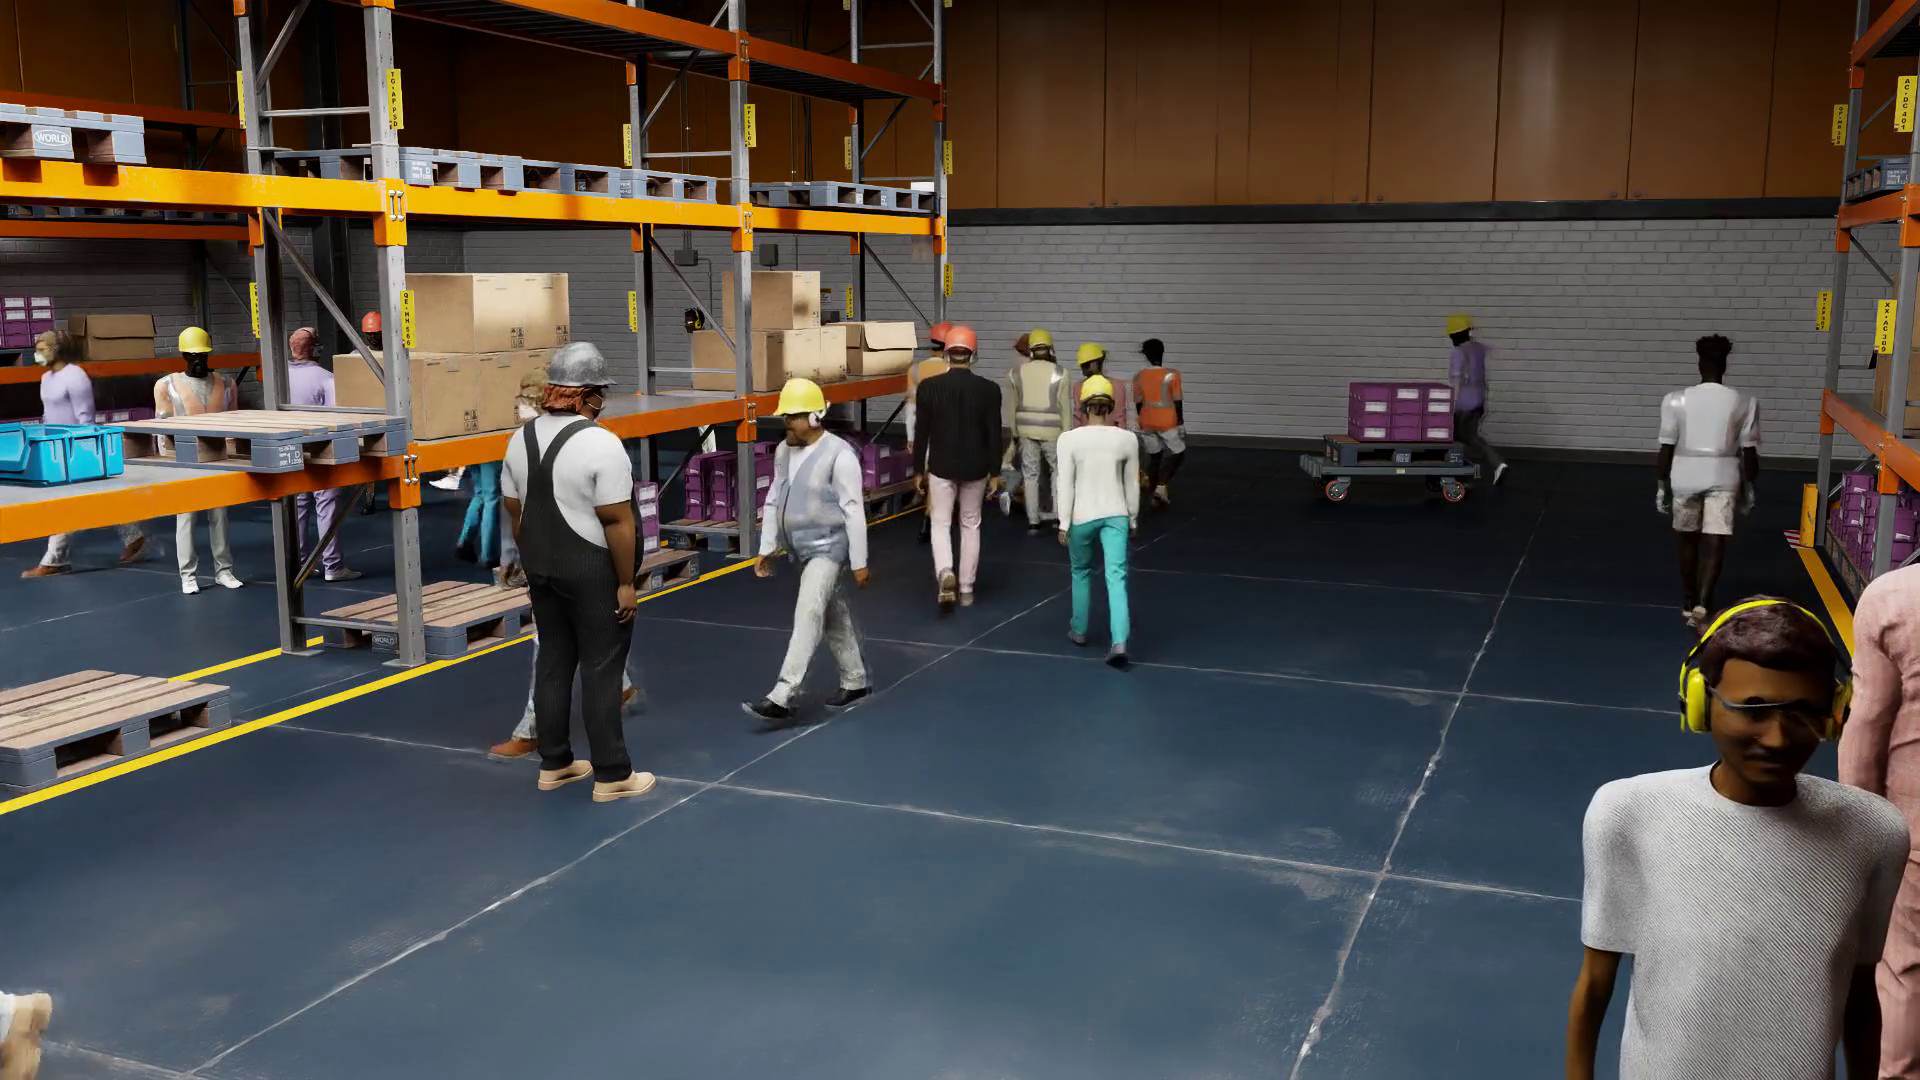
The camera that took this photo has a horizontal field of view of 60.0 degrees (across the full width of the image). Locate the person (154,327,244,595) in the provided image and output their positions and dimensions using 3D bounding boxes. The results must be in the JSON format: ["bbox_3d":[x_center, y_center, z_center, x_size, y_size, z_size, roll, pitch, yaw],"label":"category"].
[{"bbox_3d":[-5.505,-0.578,12.088,0.364,1.928,0.586,9,13,44],"label":"person"}]

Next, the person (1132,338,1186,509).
[{"bbox_3d":[1.940,-1.117,16.099,0.558,1.672,0.405,8,12,39],"label":"person"}]

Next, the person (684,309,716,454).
[{"bbox_3d":[-3.052,-1.764,19.494,0.331,1.859,0.509,-4,10,-22],"label":"person"}]

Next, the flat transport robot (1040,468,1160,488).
[{"bbox_3d":[1.357,-0.650,17.533,1.431,0.197,0.652,-6,11,-31],"label":"flat transport robot"}]

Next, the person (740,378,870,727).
[{"bbox_3d":[-0.823,0.062,8.627,0.941,1.779,0.591,-7,12,-38],"label":"person"}]

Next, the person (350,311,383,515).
[{"bbox_3d":[-5.509,-1.198,15.813,0.550,1.935,0.376,-2,10,-14],"label":"person"}]

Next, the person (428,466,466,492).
[{"bbox_3d":[-5.228,-1.448,17.543,0.935,1.862,0.677,-5,10,-26],"label":"person"}]

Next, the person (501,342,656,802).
[{"bbox_3d":[-1.665,0.131,7.447,0.689,2.000,0.537,6,11,33],"label":"person"}]

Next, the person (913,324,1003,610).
[{"bbox_3d":[-0.011,-0.482,11.356,0.620,1.975,0.761,0,9,-1],"label":"person"}]

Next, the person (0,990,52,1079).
[{"bbox_3d":[-2.737,0.771,4.249,0.632,1.817,0.754,5,10,26],"label":"person"}]

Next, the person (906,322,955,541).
[{"bbox_3d":[-0.211,-0.941,14.440,0.540,1.899,0.931,4,10,24],"label":"person"}]

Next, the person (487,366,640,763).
[{"bbox_3d":[-1.966,0.074,8.262,0.644,1.895,1.023,7,12,36],"label":"person"}]

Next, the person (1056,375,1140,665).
[{"bbox_3d":[0.847,-0.131,10.026,0.532,1.716,0.938,-1,9,-8],"label":"person"}]

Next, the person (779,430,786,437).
[{"bbox_3d":[-2.315,-2.370,22.927,0.547,1.934,0.376,-7,12,-37],"label":"person"}]

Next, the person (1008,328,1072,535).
[{"bbox_3d":[0.720,-0.962,14.738,0.606,1.809,0.528,3,10,17],"label":"person"}]

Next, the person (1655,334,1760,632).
[{"bbox_3d":[4.883,-0.384,10.893,0.607,1.932,0.958,5,11,28],"label":"person"}]

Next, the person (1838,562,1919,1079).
[{"bbox_3d":[2.624,0.715,4.315,0.651,1.906,0.403,4,10,21],"label":"person"}]

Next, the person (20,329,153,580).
[{"bbox_3d":[-6.784,-0.683,12.855,0.644,1.903,0.981,9,13,42],"label":"person"}]

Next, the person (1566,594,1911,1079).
[{"bbox_3d":[1.240,1.002,2.705,0.535,1.864,0.309,1,9,7],"label":"person"}]

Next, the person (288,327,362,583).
[{"bbox_3d":[-4.831,-0.632,12.461,0.647,1.913,0.409,3,10,17],"label":"person"}]

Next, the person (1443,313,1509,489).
[{"bbox_3d":[5.373,-1.432,17.425,0.626,1.879,0.633,-9,13,-43],"label":"person"}]

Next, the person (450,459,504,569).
[{"bbox_3d":[-3.700,-0.676,12.976,0.573,1.831,0.445,4,10,24],"label":"person"}]

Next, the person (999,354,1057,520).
[{"bbox_3d":[0.679,-0.962,15.360,0.600,1.611,0.510,-7,12,-37],"label":"person"}]

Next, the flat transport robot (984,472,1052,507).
[{"bbox_3d":[0.617,-0.525,16.772,0.652,0.197,1.431,-6,11,-31],"label":"flat transport robot"}]

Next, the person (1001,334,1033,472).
[{"bbox_3d":[0.730,-1.516,18.729,0.535,1.610,0.516,-3,10,-18],"label":"person"}]

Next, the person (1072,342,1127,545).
[{"bbox_3d":[1.227,-0.814,14.126,0.530,1.736,0.557,7,12,38],"label":"person"}]
